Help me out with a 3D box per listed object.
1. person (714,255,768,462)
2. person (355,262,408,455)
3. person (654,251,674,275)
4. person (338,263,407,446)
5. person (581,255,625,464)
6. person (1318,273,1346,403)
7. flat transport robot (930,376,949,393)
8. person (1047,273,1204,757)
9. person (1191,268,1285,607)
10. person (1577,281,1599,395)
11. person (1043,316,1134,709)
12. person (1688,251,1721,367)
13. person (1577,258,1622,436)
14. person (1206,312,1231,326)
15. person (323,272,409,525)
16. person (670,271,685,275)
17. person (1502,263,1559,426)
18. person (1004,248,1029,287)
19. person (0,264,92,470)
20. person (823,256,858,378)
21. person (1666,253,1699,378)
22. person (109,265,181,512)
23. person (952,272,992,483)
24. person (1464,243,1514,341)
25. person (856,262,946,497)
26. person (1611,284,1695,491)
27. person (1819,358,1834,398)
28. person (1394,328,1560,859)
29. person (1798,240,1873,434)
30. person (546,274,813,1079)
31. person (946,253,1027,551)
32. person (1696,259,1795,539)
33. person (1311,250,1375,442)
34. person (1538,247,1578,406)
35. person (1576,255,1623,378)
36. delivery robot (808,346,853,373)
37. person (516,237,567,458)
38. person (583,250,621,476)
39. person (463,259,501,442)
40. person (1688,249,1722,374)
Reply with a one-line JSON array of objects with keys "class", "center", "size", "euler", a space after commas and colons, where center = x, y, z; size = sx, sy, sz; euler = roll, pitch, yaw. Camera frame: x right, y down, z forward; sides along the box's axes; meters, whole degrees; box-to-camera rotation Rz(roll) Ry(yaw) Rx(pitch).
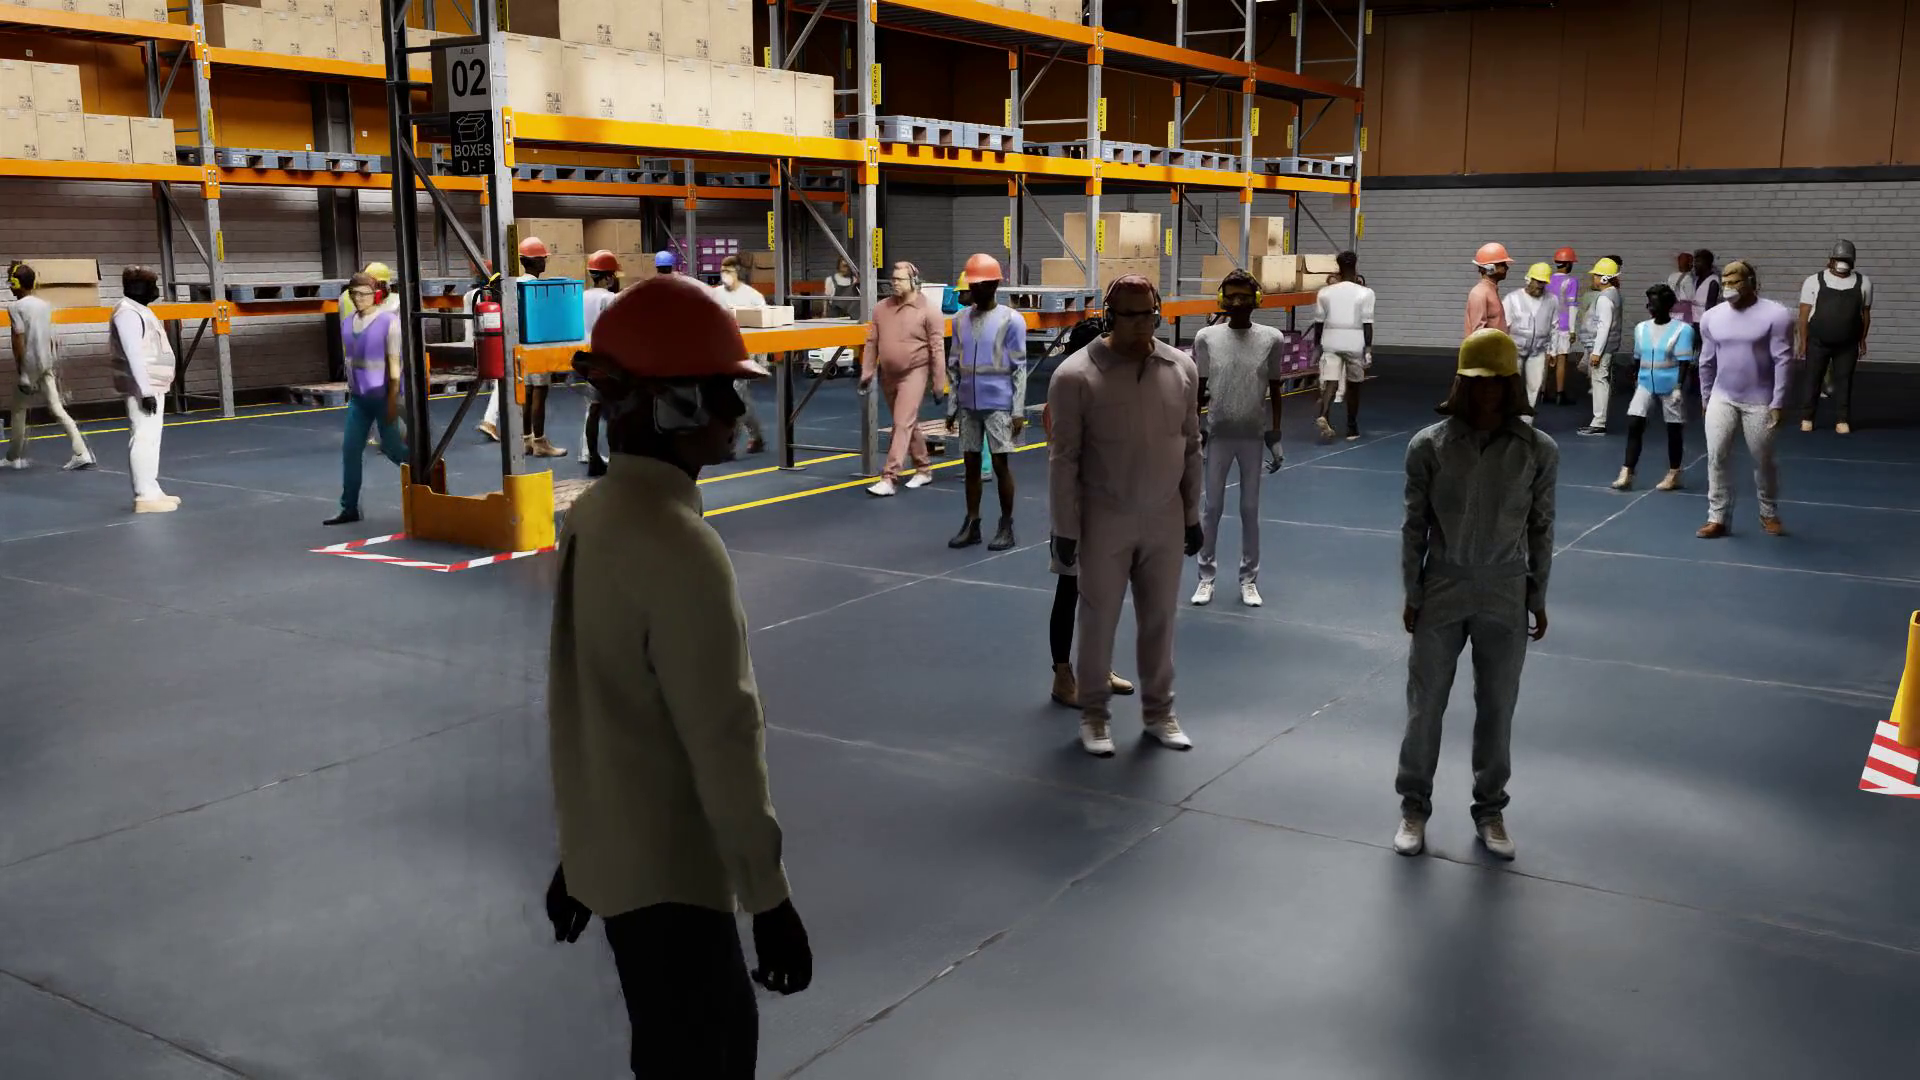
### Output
[{"class": "person", "center": [-2.072, -1.697, 15.477], "size": [0.638, 1.897, 1.007], "euler": [6, 12, 30]}, {"class": "person", "center": [-5.427, -1.713, 15.737], "size": [0.607, 1.817, 0.482], "euler": [3, 11, 15]}, {"class": "person", "center": [-3.212, -2.205, 18.243], "size": [0.648, 1.890, 1.006], "euler": [-3, 11, -18]}, {"class": "person", "center": [-5.728, -1.799, 16.289], "size": [0.635, 1.810, 0.610], "euler": [3, 11, 19]}, {"class": "person", "center": [-3.136, -1.616, 14.984], "size": [0.671, 1.889, 0.565], "euler": [0, 10, 1]}, {"class": "person", "center": [4.653, -2.496, 20.644], "size": [0.516, 1.621, 0.494], "euler": [6, 12, 30]}, {"class": "flat transport robot", "center": [0.133, -2.099, 22.164], "size": [0.652, 0.197, 1.431], "euler": [3, 11, 17]}, {"class": "person", "center": [0.667, -0.093, 6.557], "size": [0.653, 1.897, 0.403], "euler": [-4, 11, -20]}, {"class": "person", "center": [1.529, -0.557, 9.190], "size": [0.518, 1.870, 0.323], "euler": [2, 10, 9]}, {"class": "person", "center": [8.377, -2.713, 21.821], "size": [0.499, 1.622, 0.355], "euler": [0, 10, 3]}, {"class": "person", "center": [0.577, -0.126, 7.281], "size": [0.318, 1.697, 0.535], "euler": [9, 13, 40]}, {"class": "person", "center": [9.543, -2.790, 21.561], "size": [0.908, 1.874, 0.620], "euler": [0, 10, 2]}, {"class": "person", "center": [6.645, -1.999, 17.272], "size": [0.403, 1.837, 0.590], "euler": [5, 11, 26]}, {"class": "person", "center": [3.869, -3.327, 24.187], "size": [0.612, 1.997, 0.376], "euler": [1, 10, 7]}, {"class": "person", "center": [-4.205, -1.036, 12.051], "size": [0.572, 1.812, 0.866], "euler": [5, 12, 28]}, {"class": "person", "center": [-3.507, -2.510, 20.649], "size": [0.515, 1.641, 0.309], "euler": [3, 11, 16]}, {"class": "person", "center": [5.830, -1.948, 17.129], "size": [0.689, 1.777, 0.755], "euler": [1, 10, 3]}, {"class": "person", "center": [1.004, -4.405, 30.347], "size": [0.361, 1.930, 0.589], "euler": [10, 14, 44]}, {"class": "person", "center": [-8.116, -1.508, 14.624], "size": [0.987, 1.823, 0.539], "euler": [2, 10, 13]}, {"class": "person", "center": [-1.738, -3.304, 24.636], "size": [0.507, 1.797, 0.943], "euler": [-6, 12, -29]}, {"class": "person", "center": [10.504, -3.245, 24.172], "size": [0.993, 1.829, 0.587], "euler": [-1, 10, -3]}, {"class": "person", "center": [-6.099, -1.131, 12.464], "size": [0.429, 1.841, 0.629], "euler": [-3, 11, -16]}, {"class": "person", "center": [0.100, -1.360, 13.934], "size": [0.331, 1.765, 0.533], "euler": [-1, 10, -5]}, {"class": "person", "center": [4.448, -1.504, 14.084], "size": [0.372, 1.997, 0.620], "euler": [5, 11, 25]}, {"class": "person", "center": [-0.493, -1.288, 13.304], "size": [0.649, 1.850, 0.972], "euler": [8, 13, 36]}, {"class": "person", "center": [5.554, -1.197, 13.287], "size": [0.751, 1.661, 0.551], "euler": [-8, 13, -38]}, {"class": "person", "center": [11.300, -2.638, 21.581], "size": [0.958, 1.549, 0.513], "euler": [-7, 12, -33]}, {"class": "person", "center": [1.685, 0.184, 5.434], "size": [0.487, 1.744, 0.313], "euler": [2, 10, 10]}, {"class": "person", "center": [9.206, -2.144, 17.512], "size": [0.690, 2.000, 0.535], "euler": [3, 11, 18]}, {"class": "person", "center": [-0.584, 0.544, 2.816], "size": [0.817, 1.972, 0.610], "euler": [-4, 11, -23]}, {"class": "person", "center": [0.154, -0.894, 10.869], "size": [0.553, 1.934, 0.372], "euler": [6, 12, 31]}, {"class": "person", "center": [5.378, -0.953, 11.345], "size": [0.731, 1.904, 0.650], "euler": [-9, 14, -42]}, {"class": "person", "center": [3.819, -1.934, 16.688], "size": [0.621, 1.934, 0.902], "euler": [5, 11, 25]}, {"class": "person", "center": [7.359, -2.618, 20.421], "size": [0.377, 1.938, 0.547], "euler": [-6, 12, -28]}, {"class": "person", "center": [9.369, -3.238, 24.241], "size": [0.439, 1.815, 0.659], "euler": [0, 10, 0]}, {"class": "delivery robot", "center": [-1.889, -2.685, 24.364], "size": [0.477, 0.478, 0.707], "euler": [8, 13, 37]}, {"class": "person", "center": [-3.951, -1.791, 15.537], "size": [0.362, 2.048, 0.613], "euler": [-7, 12, -35]}, {"class": "person", "center": [-3.022, -1.496, 14.203], "size": [0.544, 1.939, 0.354], "euler": [7, 12, 33]}, {"class": "person", "center": [-4.721, -1.925, 16.861], "size": [0.650, 1.840, 0.955], "euler": [2, 10, 11]}, {"class": "person", "center": [11.063, -3.398, 24.879], "size": [0.692, 1.878, 0.745], "euler": [-4, 11, -21]}]
